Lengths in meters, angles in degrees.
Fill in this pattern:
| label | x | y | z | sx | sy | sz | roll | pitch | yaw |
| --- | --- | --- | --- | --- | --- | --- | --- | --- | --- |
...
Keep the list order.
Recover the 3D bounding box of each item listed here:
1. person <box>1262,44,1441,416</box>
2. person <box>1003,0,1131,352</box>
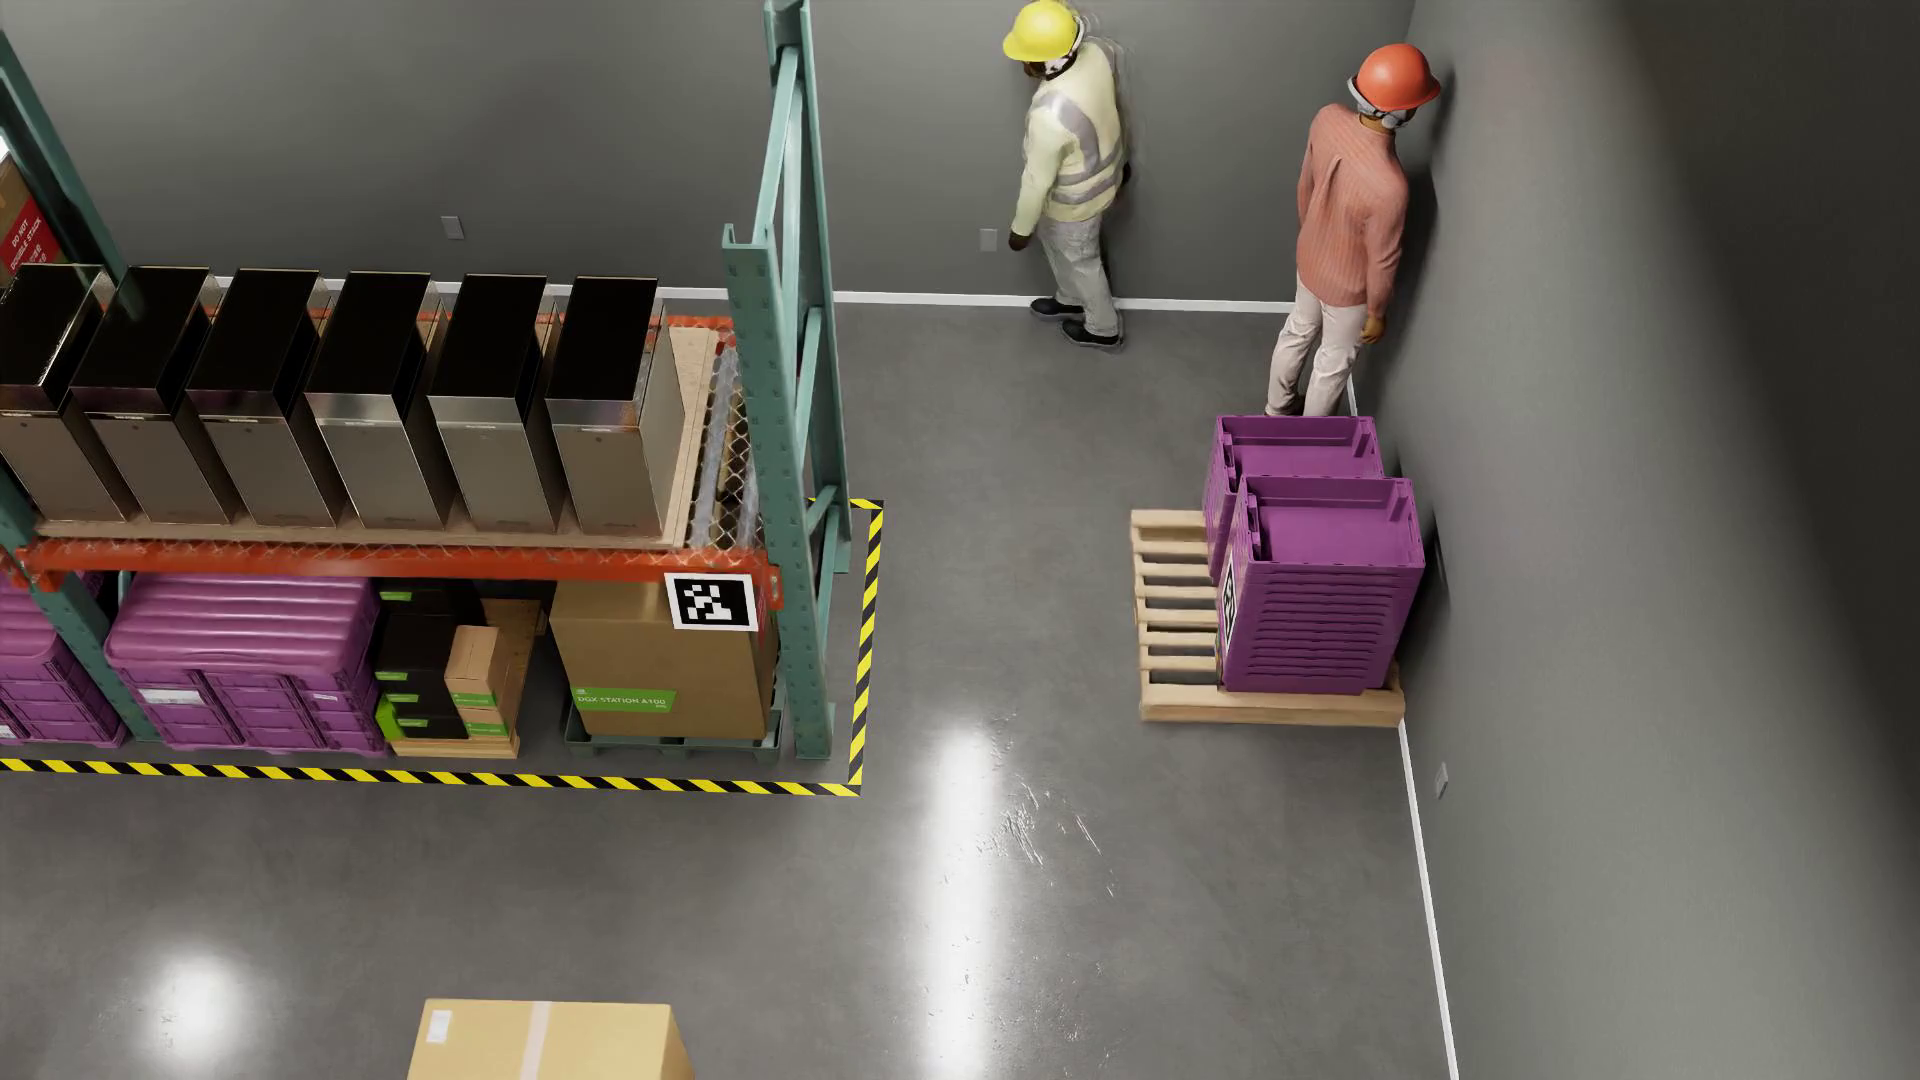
| label | x | y | z | sx | sy | sz | roll | pitch | yaw |
| --- | --- | --- | --- | --- | --- | --- | --- | --- | --- |
| person | 1.507 | -1.062 | 6.493 | 0.379 | 1.996 | 0.608 | -17 | 54 | -13 |
| person | 0.464 | -1.475 | 6.949 | 0.589 | 1.781 | 0.615 | 16 | 54 | 12 |
